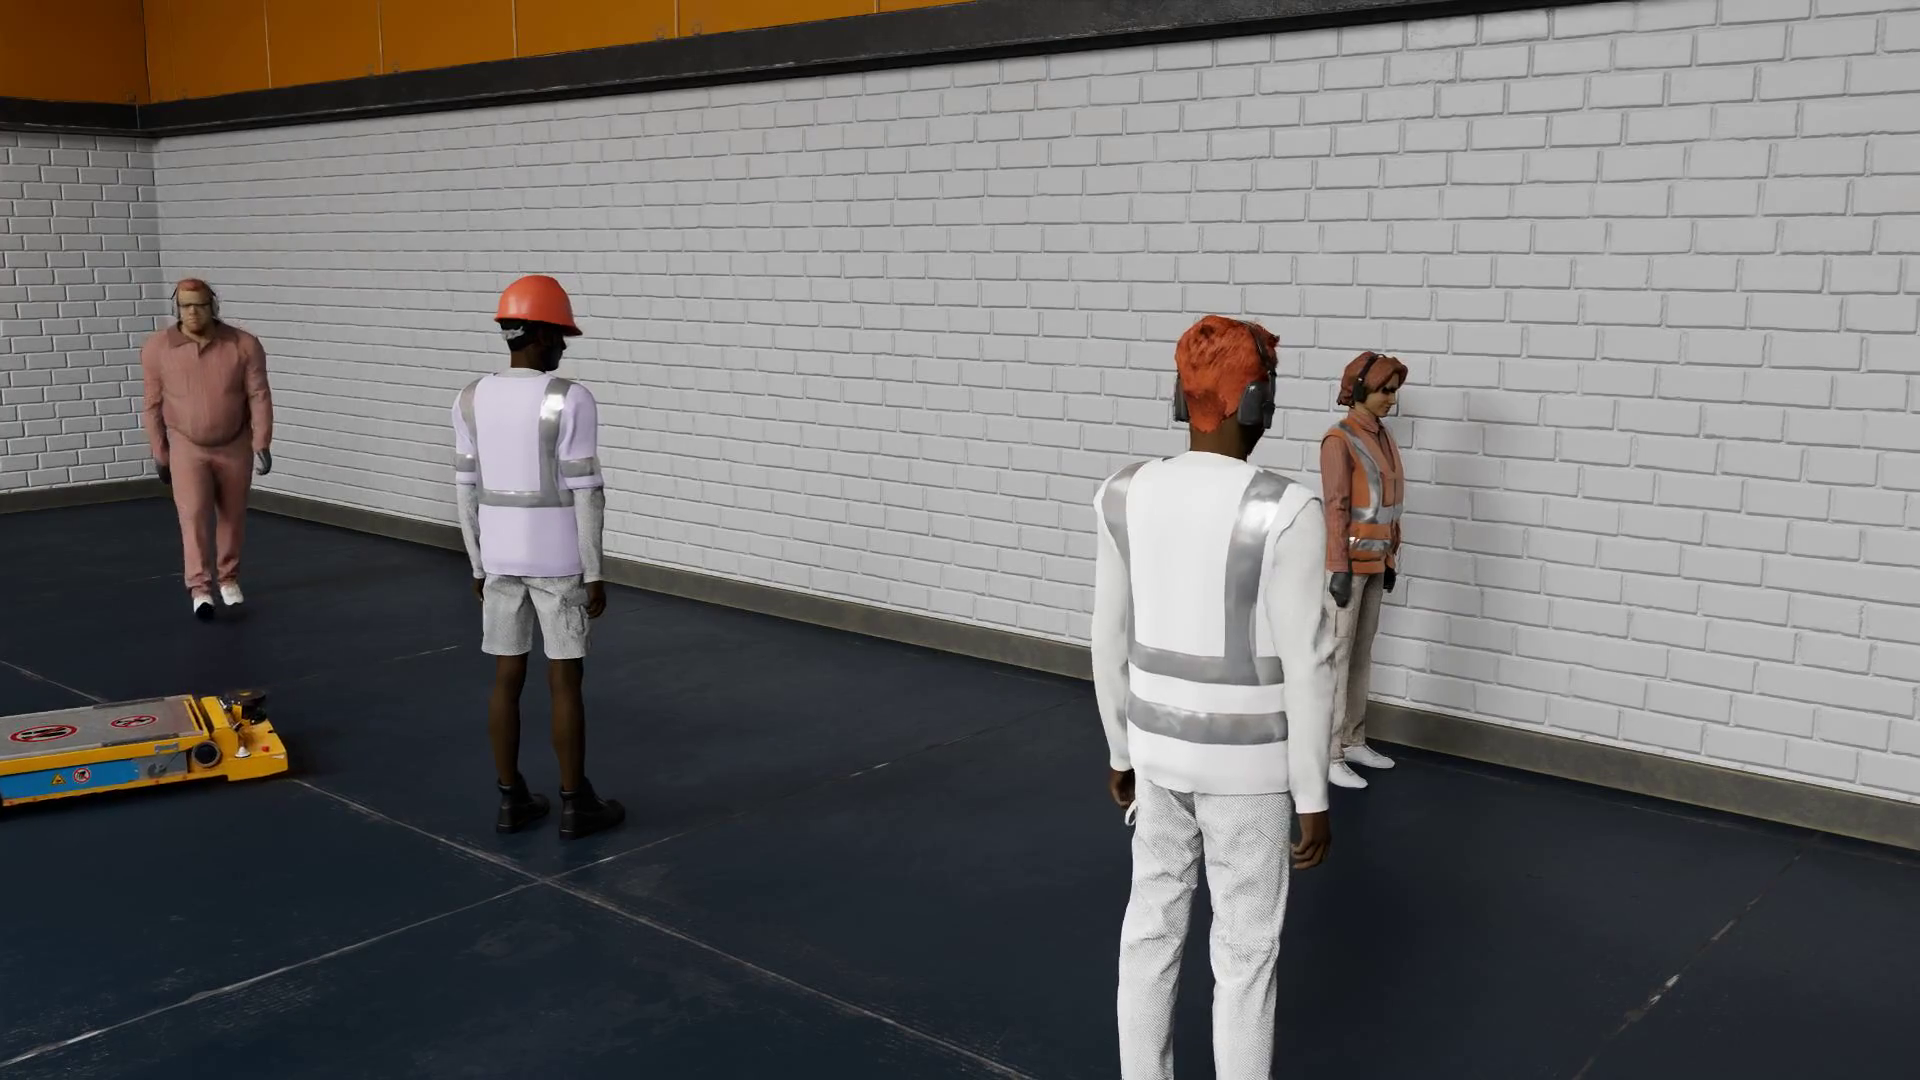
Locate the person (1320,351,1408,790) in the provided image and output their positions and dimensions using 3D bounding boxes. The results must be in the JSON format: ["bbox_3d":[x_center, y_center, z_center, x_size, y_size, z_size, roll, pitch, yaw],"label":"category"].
[{"bbox_3d":[1.512,0.105,6.325,0.310,1.640,0.514,7,12,34],"label":"person"}]

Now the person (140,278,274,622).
[{"bbox_3d":[-4.097,-0.490,9.121,0.640,1.850,1.007,-5,11,-27],"label":"person"}]

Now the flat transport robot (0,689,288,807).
[{"bbox_3d":[-3.337,0.803,6.244,1.431,0.197,0.652,-6,11,-29],"label":"flat transport robot"}]

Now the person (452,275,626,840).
[{"bbox_3d":[-1.447,0.066,5.721,0.547,1.929,0.385,3,11,19],"label":"person"}]

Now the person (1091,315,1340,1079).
[{"bbox_3d":[0.541,0.479,3.512,0.581,1.888,0.365,9,14,43],"label":"person"}]
